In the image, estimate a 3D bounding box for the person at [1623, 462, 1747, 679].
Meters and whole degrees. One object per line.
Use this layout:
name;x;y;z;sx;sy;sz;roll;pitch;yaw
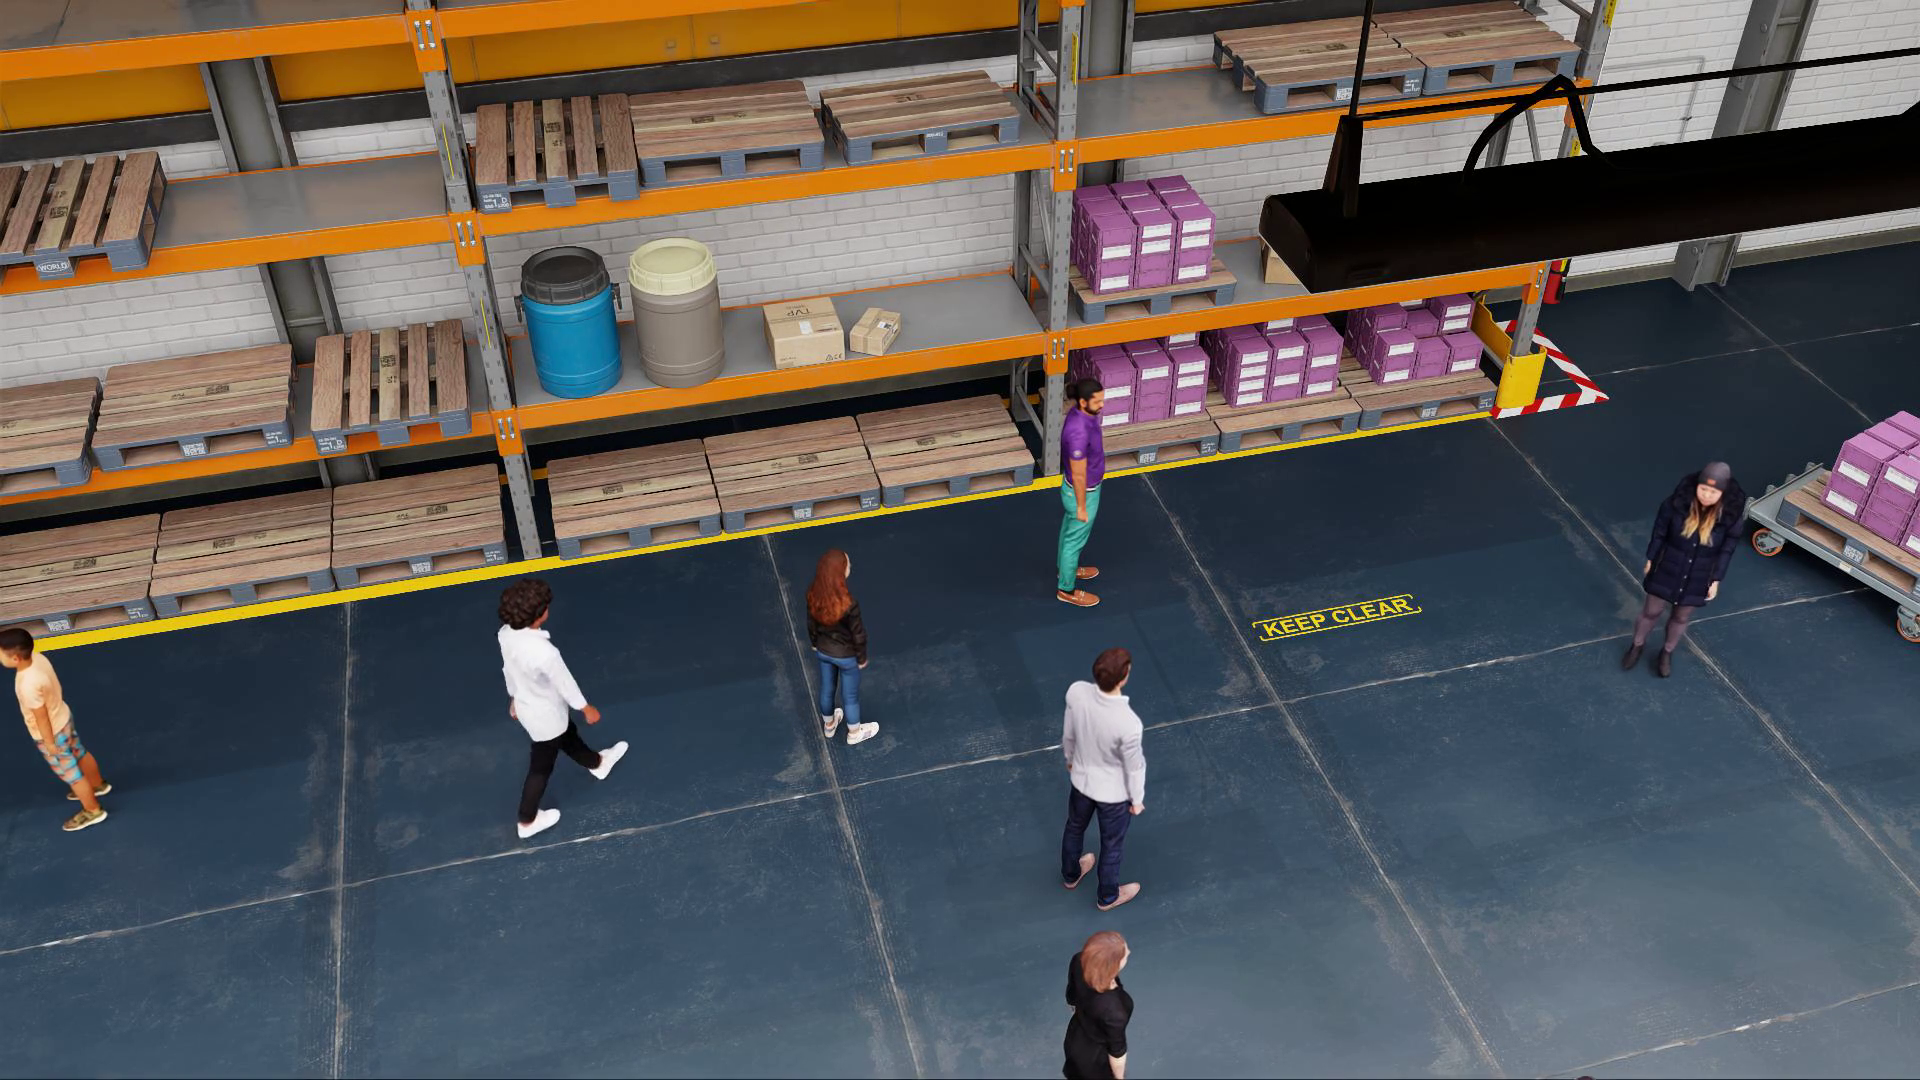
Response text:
person;4.733;0.171;10.849;0.788;1.677;0.859;16;41;19

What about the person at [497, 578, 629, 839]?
person;-2.495;1.035;9.698;1.191;1.762;0.965;-30;47;-32

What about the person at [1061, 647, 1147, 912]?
person;0.786;1.322;9.269;0.762;1.850;0.757;31;48;32

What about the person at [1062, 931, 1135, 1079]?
person;0.641;2.455;7.965;0.566;1.705;0.625;-18;42;-21

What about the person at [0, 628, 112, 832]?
person;-5.381;1.090;9.873;0.500;1.458;0.533;-13;40;-15

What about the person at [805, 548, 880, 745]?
person;-0.764;0.674;10.373;0.636;1.484;0.696;19;43;23

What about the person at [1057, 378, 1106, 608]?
person;0.813;-0.354;11.434;0.665;1.767;0.697;3;39;4
